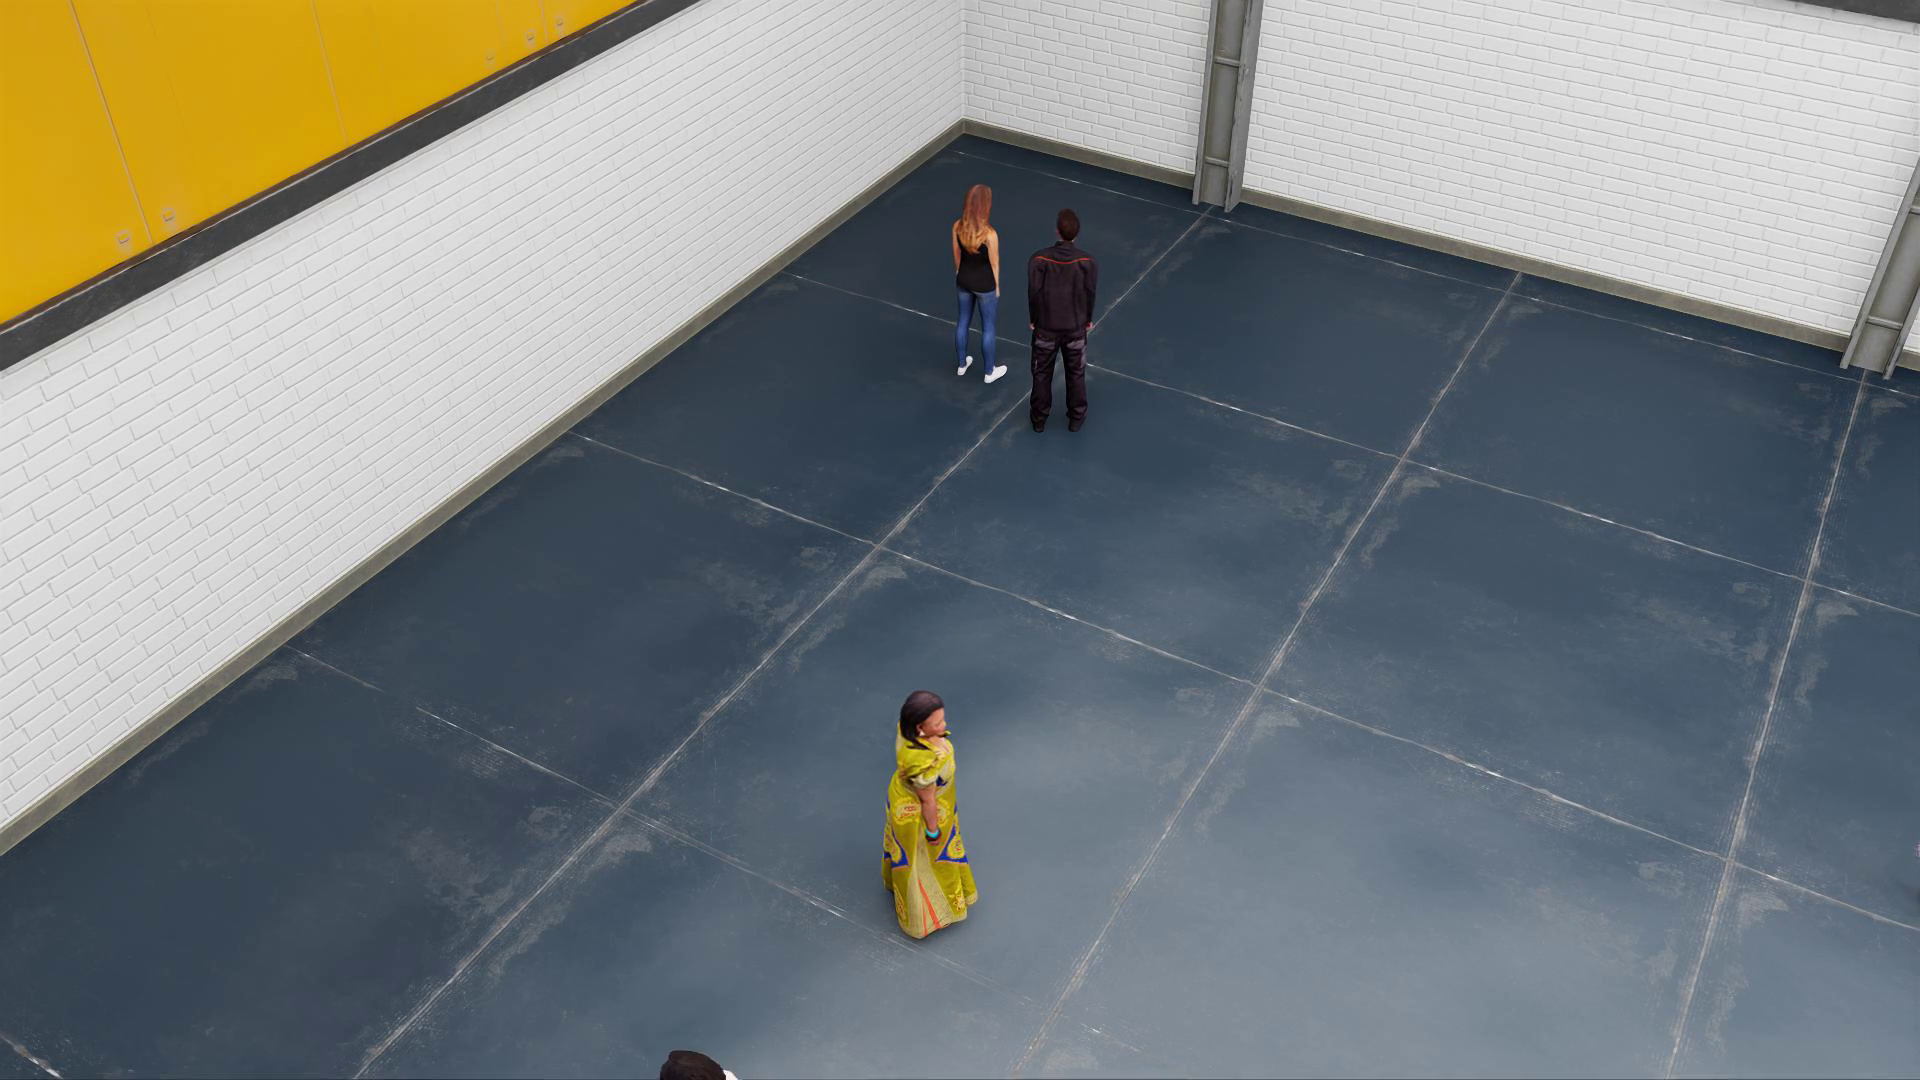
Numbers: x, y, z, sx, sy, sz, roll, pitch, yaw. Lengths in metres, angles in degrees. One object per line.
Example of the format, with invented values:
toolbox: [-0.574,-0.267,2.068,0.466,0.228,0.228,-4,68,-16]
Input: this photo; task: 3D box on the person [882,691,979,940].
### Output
person: [-0.208,1.466,9.165,1.041,1.658,0.998,-7,39,-8]

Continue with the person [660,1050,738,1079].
person: [-1.003,2.876,7.341,1.034,1.732,0.673,22,44,25]

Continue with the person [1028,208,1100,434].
person: [0.783,-1.695,12.914,0.699,1.920,0.837,2,39,3]

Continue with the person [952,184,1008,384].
person: [0.134,-2.083,13.558,0.454,1.722,0.655,21,43,24]
